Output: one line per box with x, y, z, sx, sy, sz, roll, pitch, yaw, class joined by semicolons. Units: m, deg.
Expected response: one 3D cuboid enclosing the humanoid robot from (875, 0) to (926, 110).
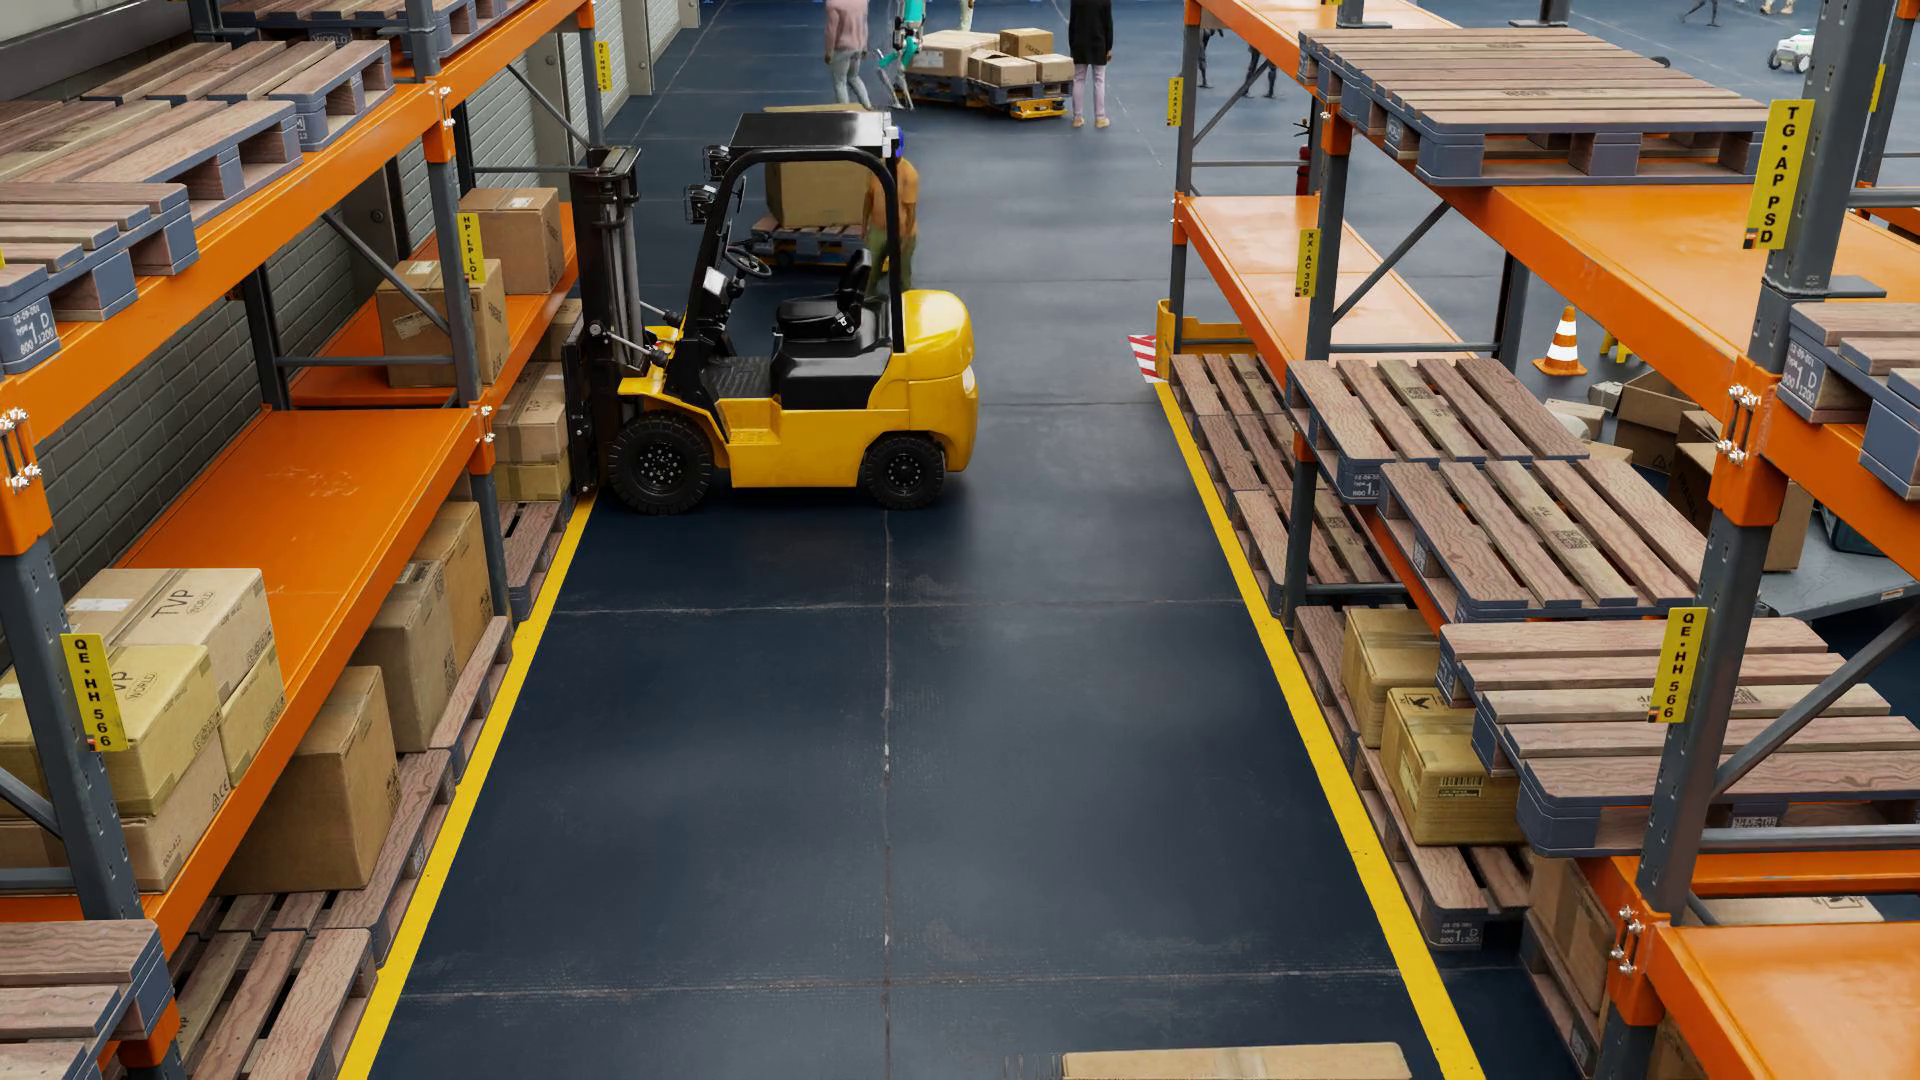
-0.783;-6.237;20.805;0.723;1.804;0.534;18;31;33;humanoid robot

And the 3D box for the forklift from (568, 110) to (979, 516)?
-1.043;-1.379;9.976;2.313;2.155;1.214;-1;25;-2;forklift

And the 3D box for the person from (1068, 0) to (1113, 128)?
1.561;-5.888;19.914;0.545;1.854;0.406;8;27;17;person

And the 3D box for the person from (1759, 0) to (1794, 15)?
14.249;-9.977;28.598;0.997;1.837;0.514;-22;33;-39;person

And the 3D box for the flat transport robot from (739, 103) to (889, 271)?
-1.185;-2.593;14.795;1.431;0.231;0.659;4;26;9;flat transport robot

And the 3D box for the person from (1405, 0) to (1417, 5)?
6.767;-8.346;25.141;0.563;1.838;0.391;23;33;39;person

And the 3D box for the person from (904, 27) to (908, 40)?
-0.704;-8.179;24.717;0.356;1.897;0.556;13;28;25;person

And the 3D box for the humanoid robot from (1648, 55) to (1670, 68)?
6.236;-3.631;15.359;0.431;1.639;0.613;-10;27;-21;humanoid robot

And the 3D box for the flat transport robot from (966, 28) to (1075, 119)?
0.719;-5.568;21.095;0.659;0.231;1.431;-13;28;-25;flat transport robot

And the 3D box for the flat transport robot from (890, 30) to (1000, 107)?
-0.130;-5.832;21.654;1.431;0.231;0.659;13;28;26;flat transport robot

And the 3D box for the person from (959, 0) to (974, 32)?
0.131;-8.072;24.671;0.346;1.743;0.561;-4;26;-8;person

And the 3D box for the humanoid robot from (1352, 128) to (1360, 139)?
4.318;-5.063;18.315;0.676;1.805;0.535;-5;26;-10;humanoid robot

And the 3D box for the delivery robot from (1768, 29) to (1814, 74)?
12.005;-6.990;23.742;0.747;0.570;0.499;-14;29;-28;delivery robot

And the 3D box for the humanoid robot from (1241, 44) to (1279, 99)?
3.965;-6.567;21.595;0.586;1.641;0.546;-18;31;-33;humanoid robot

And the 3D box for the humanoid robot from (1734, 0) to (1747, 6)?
14.075;-10.323;29.560;0.551;1.893;0.741;-8;26;-17;humanoid robot

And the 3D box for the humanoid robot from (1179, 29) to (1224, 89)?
3.245;-6.968;22.478;0.599;1.652;0.754;-19;31;-35;humanoid robot

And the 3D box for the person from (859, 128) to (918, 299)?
-0.537;-2.264;12.456;0.464;1.666;0.725;11;27;22;person

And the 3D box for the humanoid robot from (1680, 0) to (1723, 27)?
12.413;-9.365;27.543;0.714;1.645;0.600;14;29;27;humanoid robot

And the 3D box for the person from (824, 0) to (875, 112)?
-1.310;-5.775;19.597;0.502;1.924;0.659;22;33;38;person
